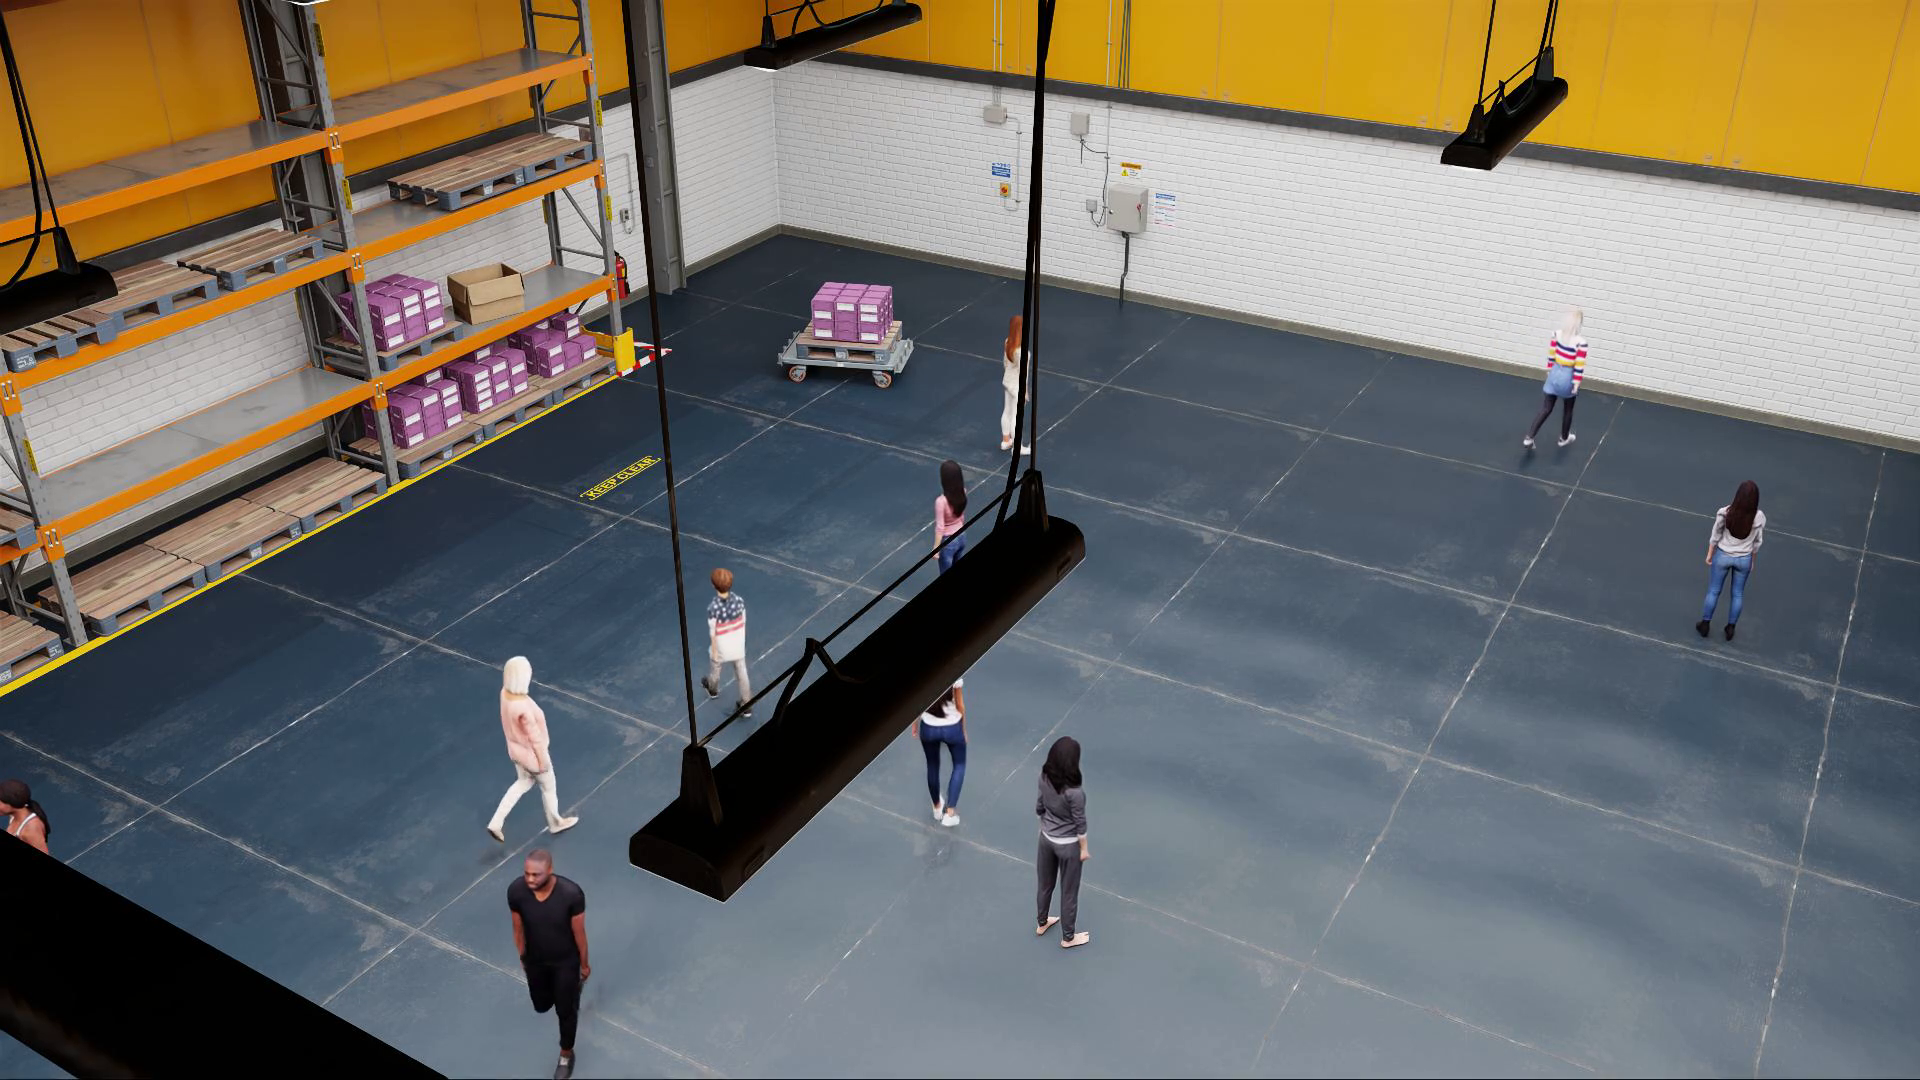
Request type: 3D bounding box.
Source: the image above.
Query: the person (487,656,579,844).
[{"bbox_3d":[-3.461,1.683,13.082,1.039,1.708,0.780,-24,37,-37],"label":"person"}]

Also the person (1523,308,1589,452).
[{"bbox_3d":[6.998,-1.850,19.483,1.194,1.782,0.928,-21,35,-34],"label":"person"}]

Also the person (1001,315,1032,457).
[{"bbox_3d":[0.641,-1.818,19.498,0.725,1.711,0.696,-12,31,-21],"label":"person"}]

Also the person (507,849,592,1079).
[{"bbox_3d":[-2.665,2.729,11.066,0.899,1.804,1.057,3,29,5],"label":"person"}]

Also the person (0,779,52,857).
[{"bbox_3d":[-6.442,2.403,11.715,0.596,1.754,0.621,-24,37,-37],"label":"person"}]

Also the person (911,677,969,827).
[{"bbox_3d":[-0.155,1.568,13.235,0.777,1.765,0.858,4,29,7],"label":"person"}]

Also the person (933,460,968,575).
[{"bbox_3d":[-0.088,0.016,16.103,0.651,1.743,0.493,21,35,33],"label":"person"}]

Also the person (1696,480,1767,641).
[{"bbox_3d":[7.390,0.193,15.898,0.645,1.629,0.598,8,30,14],"label":"person"}]

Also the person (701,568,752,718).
[{"bbox_3d":[-2.027,0.939,14.762,0.913,1.406,0.846,-17,33,-29],"label":"person"}]

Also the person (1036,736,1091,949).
[{"bbox_3d":[0.729,2.191,12.092,0.648,1.765,0.597,25,38,38],"label":"person"}]
